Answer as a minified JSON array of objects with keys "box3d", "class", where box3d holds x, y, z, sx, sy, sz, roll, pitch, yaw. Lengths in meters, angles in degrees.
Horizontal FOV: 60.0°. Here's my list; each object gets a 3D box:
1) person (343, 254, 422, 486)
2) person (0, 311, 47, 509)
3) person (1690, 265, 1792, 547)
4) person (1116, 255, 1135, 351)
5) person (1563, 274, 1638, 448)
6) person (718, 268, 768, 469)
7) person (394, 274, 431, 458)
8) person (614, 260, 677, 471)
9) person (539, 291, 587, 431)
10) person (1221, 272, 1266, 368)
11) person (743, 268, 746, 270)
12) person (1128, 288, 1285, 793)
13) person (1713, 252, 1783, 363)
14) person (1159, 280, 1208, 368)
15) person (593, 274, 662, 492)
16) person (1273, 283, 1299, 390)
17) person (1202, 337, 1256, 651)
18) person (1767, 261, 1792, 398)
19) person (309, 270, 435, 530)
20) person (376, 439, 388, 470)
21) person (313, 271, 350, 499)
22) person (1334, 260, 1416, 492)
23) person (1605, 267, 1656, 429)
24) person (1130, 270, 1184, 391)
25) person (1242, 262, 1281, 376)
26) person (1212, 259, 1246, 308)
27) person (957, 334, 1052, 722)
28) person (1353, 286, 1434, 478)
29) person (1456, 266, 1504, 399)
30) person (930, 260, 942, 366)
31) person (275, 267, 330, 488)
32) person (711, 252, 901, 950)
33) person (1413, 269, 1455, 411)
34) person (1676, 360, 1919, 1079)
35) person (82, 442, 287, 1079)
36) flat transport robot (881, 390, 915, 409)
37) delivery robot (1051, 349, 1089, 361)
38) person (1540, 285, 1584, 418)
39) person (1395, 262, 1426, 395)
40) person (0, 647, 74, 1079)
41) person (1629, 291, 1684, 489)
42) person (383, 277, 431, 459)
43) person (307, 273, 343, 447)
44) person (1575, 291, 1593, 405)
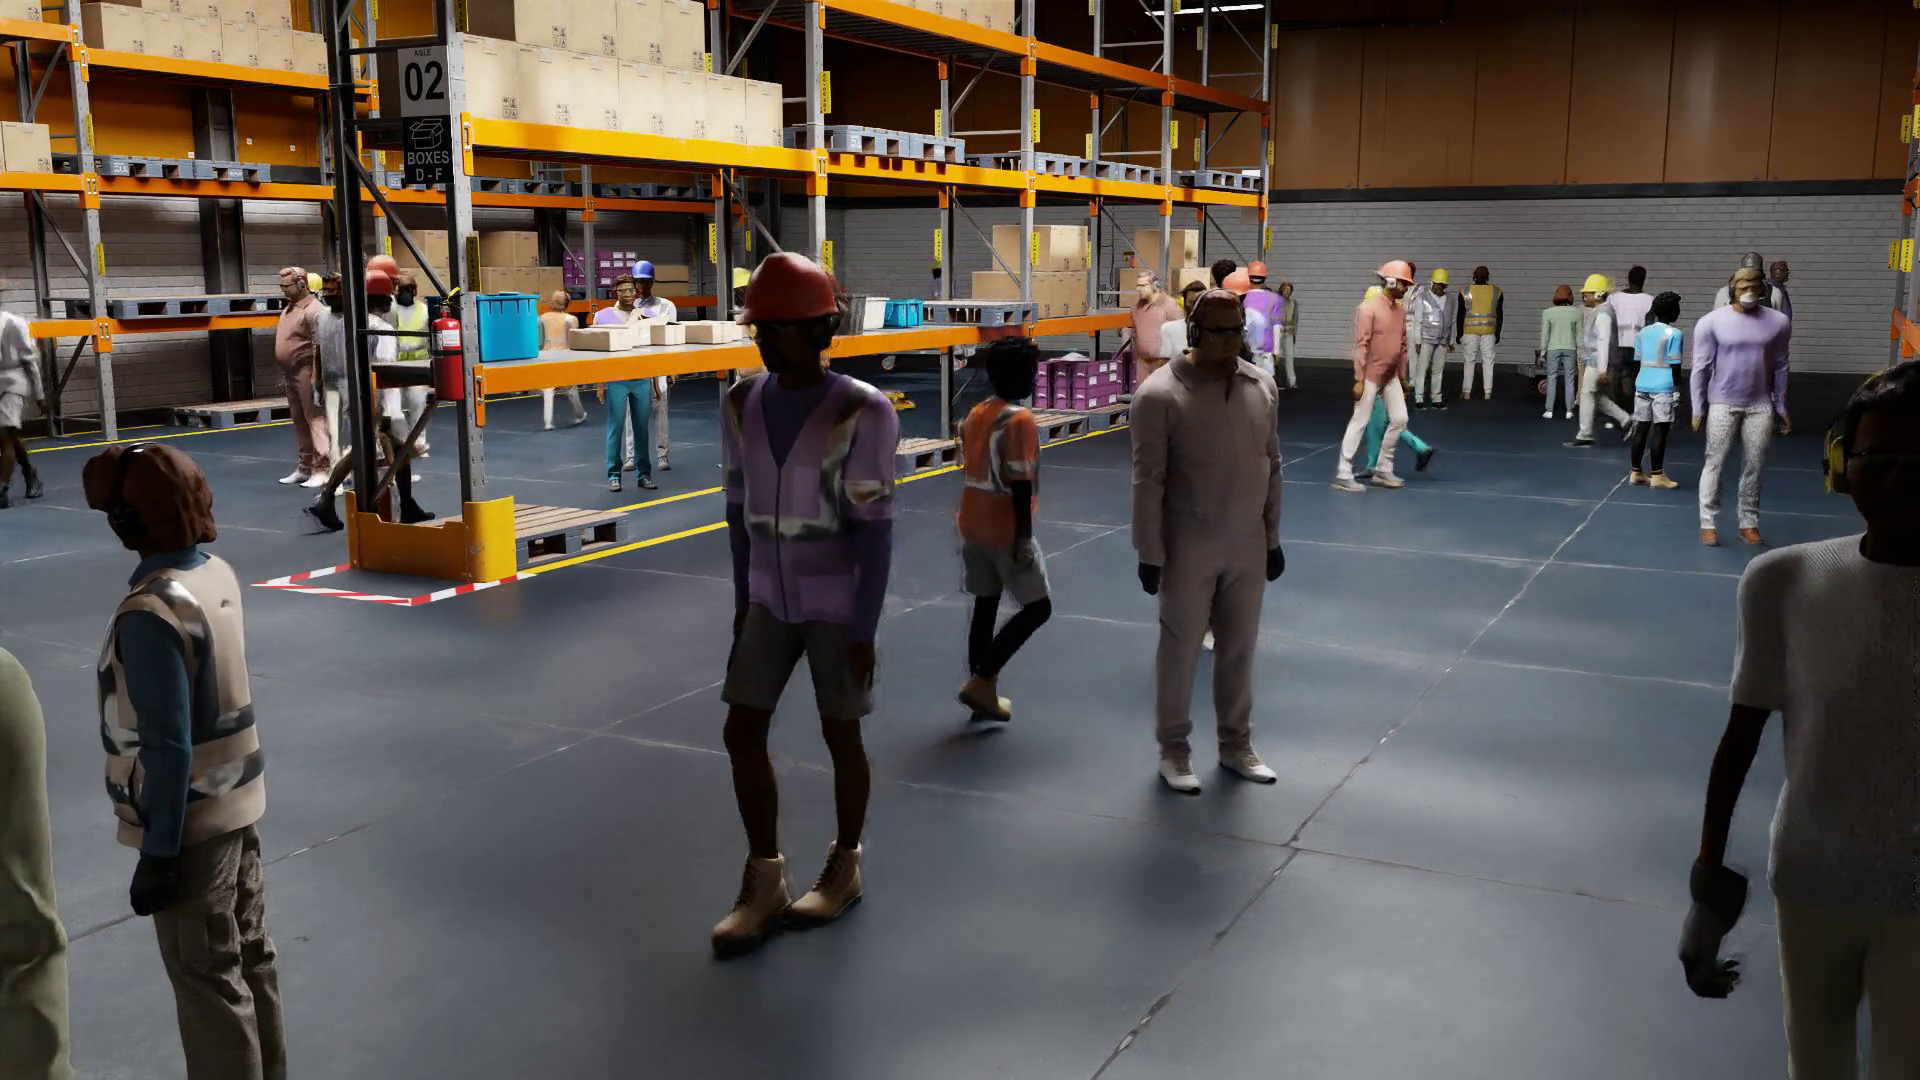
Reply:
[{"box3d":[-5.046,-1.425,14.232,0.607,2.017,0.793,9,13,42],"class":"person"},{"box3d":[-7.660,-1.208,13.363,0.594,1.883,1.005,1,10,4],"class":"person"},{"box3d":[5.383,-0.919,11.496,0.648,1.937,0.363,1,10,7],"class":"person"},{"box3d":[2.565,-3.130,24.130,0.612,1.995,0.382,0,10,2],"class":"person"},{"box3d":[6.664,-1.841,17.193,0.654,1.812,0.598,4,11,22],"class":"person"},{"box3d":[-1.954,-1.646,15.854,0.634,1.888,0.894,7,12,33],"class":"person"},{"box3d":[-5.520,-1.729,16.551,0.636,1.822,0.654,-5,11,-26],"class":"person"},{"box3d":[-2.925,-1.613,15.472,0.607,1.951,0.381,-1,10,-5],"class":"person"},{"box3d":[-4.601,-2.068,19.173,0.511,1.581,0.900,1,10,8],"class":"person"},{"box3d":[2.416,-1.396,14.518,0.543,1.859,1.017,7,12,36],"class":"person"},{"box3d":[-3.308,-3.190,25.056,0.524,1.790,0.936,4,11,23],"class":"person"},{"box3d":[0.950,0.006,6.280,0.653,1.894,0.401,-5,11,-26],"class":"person"},{"box3d":[8.471,-2.080,17.918,0.687,2.000,0.535,3,10,19],"class":"person"},{"box3d":[1.745,-1.070,12.712,0.520,1.827,0.958,2,10,9],"class":"person"},{"box3d":[-2.835,-1.339,14.187,0.571,1.845,0.382,-5,11,-28],"class":"person"},{"box3d":[4.789,-3.037,24.790,0.528,1.587,0.897,-2,10,-11],"class":"person"},{"box3d":[1.333,-0.286,8.434,0.508,1.728,0.412,-2,10,-9],"class":"person"},{"box3d":[11.197,-2.868,22.852,0.407,1.913,0.641,7,12,36],"class":"person"},{"box3d":[-4.355,-1.022,12.198,0.537,1.911,0.920,6,12,32],"class":"person"},{"box3d":[-5.544,-1.596,15.569,0.579,1.881,0.342,8,13,40],"class":"person"},{"box3d":[-5.052,-1.244,13.604,0.521,1.862,0.334,2,10,12],"class":"person"},{"box3d":[3.576,-1.393,14.198,0.698,1.960,0.563,-9,13,-42],"class":"person"},{"box3d":[7.775,-2.234,19.346,0.602,1.859,1.030,6,12,32],"class":"person"},{"box3d":[2.051,-1.812,16.922,0.672,1.865,0.660,9,14,43],"class":"person"},{"box3d":[3.347,-2.174,18.853,0.566,1.924,0.463,1,10,7],"class":"person"},{"box3d":[2.461,-1.635,15.558,0.367,1.966,0.606,-8,13,-39],"class":"person"},{"box3d":[0.166,-0.025,7.028,0.338,1.682,0.596,-5,11,-27],"class":"person"},{"box3d":[3.867,-1.394,14.816,0.653,1.734,0.537,0,10,3],"class":"person"},{"box3d":[7.190,-2.869,23.059,0.621,1.845,0.429,1,10,8],"class":"person"},{"box3d":[-0.347,-4.051,29.708,0.421,1.905,0.588,7,12,36],"class":"person"},{"box3d":[-5.716,-1.410,14.446,0.638,1.903,0.408,9,13,42],"class":"person"},{"box3d":[-0.500,0.196,4.799,0.641,2.014,0.756,5,11,28],"class":"person"},{"box3d":[6.109,-2.570,21.392,0.587,1.821,0.404,-3,10,-16],"class":"person"},{"box3d":[1.456,0.642,2.708,0.555,1.845,0.769,8,13,39],"class":"person"},{"box3d":[-1.635,0.605,3.539,0.311,1.636,0.523,-2,10,-9],"class":"person"},{"box3d":[-1.335,-1.808,21.461,1.431,0.197,0.652,-2,10,-11],"class":"flat transport robot"},{"box3d":[1.742,-2.676,25.393,0.707,0.478,0.477,-6,11,-30],"class":"delivery robot"},{"box3d":[7.365,-2.301,20.374,0.498,1.633,0.278,2,10,14],"class":"person"},{"box3d":[6.404,-3.027,23.853,0.339,1.882,0.584,-6,11,-31],"class":"person"},{"box3d":[-1.304,0.718,1.846,0.611,1.997,0.375,-1,10,-4],"class":"person"},{"box3d":[6.013,-1.289,14.321,0.318,1.698,0.539,-3,10,-16],"class":"person"},{"box3d":[-5.547,-1.734,16.306,0.991,1.896,0.647,3,10,19],"class":"person"},{"box3d":[-6.066,-1.595,15.710,0.589,1.833,0.404,1,10,3],"class":"person"},{"box3d":[8.265,-2.560,21.876,0.289,1.632,0.497,-4,11,-23],"class":"person"}]
